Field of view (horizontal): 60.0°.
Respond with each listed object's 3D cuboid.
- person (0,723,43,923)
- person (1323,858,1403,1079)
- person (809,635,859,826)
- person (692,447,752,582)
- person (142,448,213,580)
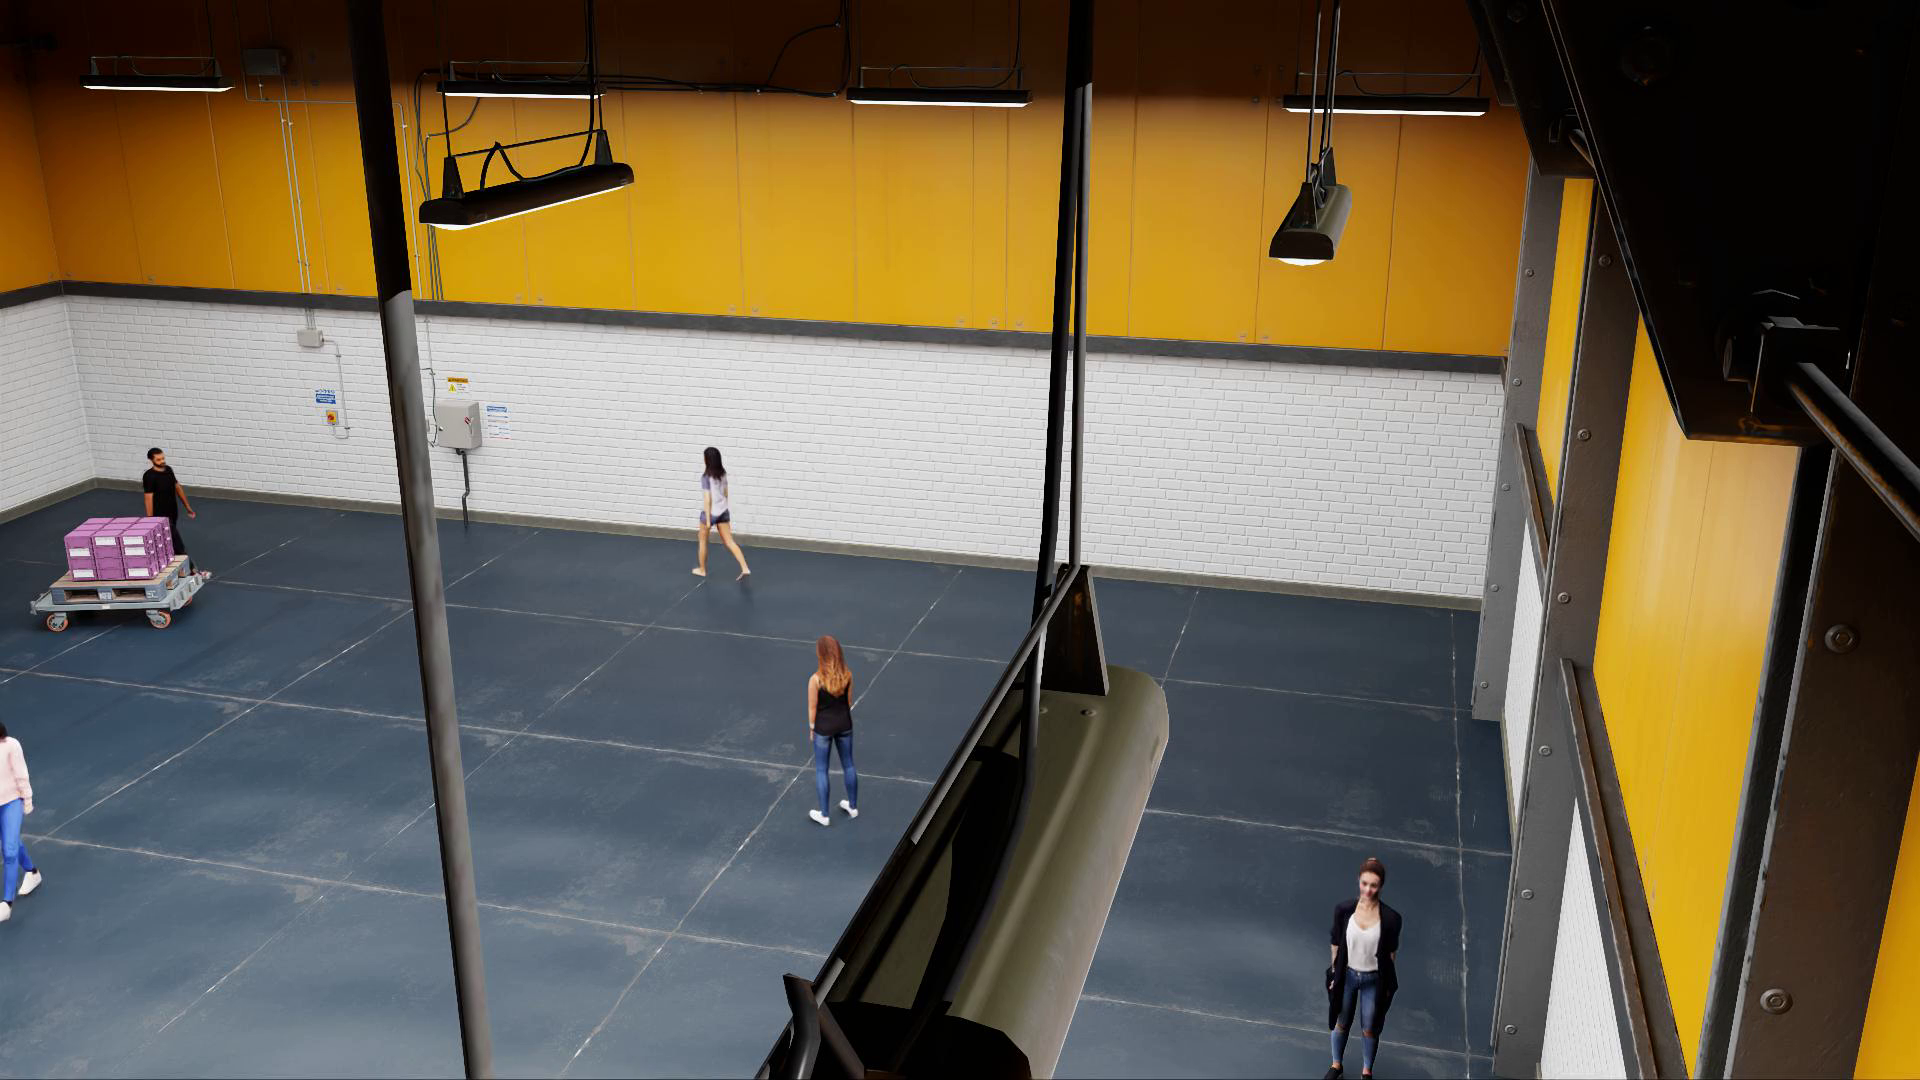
[{"bbox_3d":[-7.616,2.102,13.293,0.824,1.719,1.170,0,19,0],"label":"person"},{"bbox_3d":[2.660,2.888,11.018,0.650,1.682,0.588,7,20,21],"label":"person"},{"bbox_3d":[-1.115,1.658,14.612,0.642,1.719,0.705,-11,21,-29],"label":"person"},{"bbox_3d":[-2.930,-0.280,20.404,0.929,1.696,1.147,13,23,34],"label":"person"},{"bbox_3d":[-9.843,-0.294,20.411,0.886,1.718,1.048,0,19,0],"label":"person"}]
